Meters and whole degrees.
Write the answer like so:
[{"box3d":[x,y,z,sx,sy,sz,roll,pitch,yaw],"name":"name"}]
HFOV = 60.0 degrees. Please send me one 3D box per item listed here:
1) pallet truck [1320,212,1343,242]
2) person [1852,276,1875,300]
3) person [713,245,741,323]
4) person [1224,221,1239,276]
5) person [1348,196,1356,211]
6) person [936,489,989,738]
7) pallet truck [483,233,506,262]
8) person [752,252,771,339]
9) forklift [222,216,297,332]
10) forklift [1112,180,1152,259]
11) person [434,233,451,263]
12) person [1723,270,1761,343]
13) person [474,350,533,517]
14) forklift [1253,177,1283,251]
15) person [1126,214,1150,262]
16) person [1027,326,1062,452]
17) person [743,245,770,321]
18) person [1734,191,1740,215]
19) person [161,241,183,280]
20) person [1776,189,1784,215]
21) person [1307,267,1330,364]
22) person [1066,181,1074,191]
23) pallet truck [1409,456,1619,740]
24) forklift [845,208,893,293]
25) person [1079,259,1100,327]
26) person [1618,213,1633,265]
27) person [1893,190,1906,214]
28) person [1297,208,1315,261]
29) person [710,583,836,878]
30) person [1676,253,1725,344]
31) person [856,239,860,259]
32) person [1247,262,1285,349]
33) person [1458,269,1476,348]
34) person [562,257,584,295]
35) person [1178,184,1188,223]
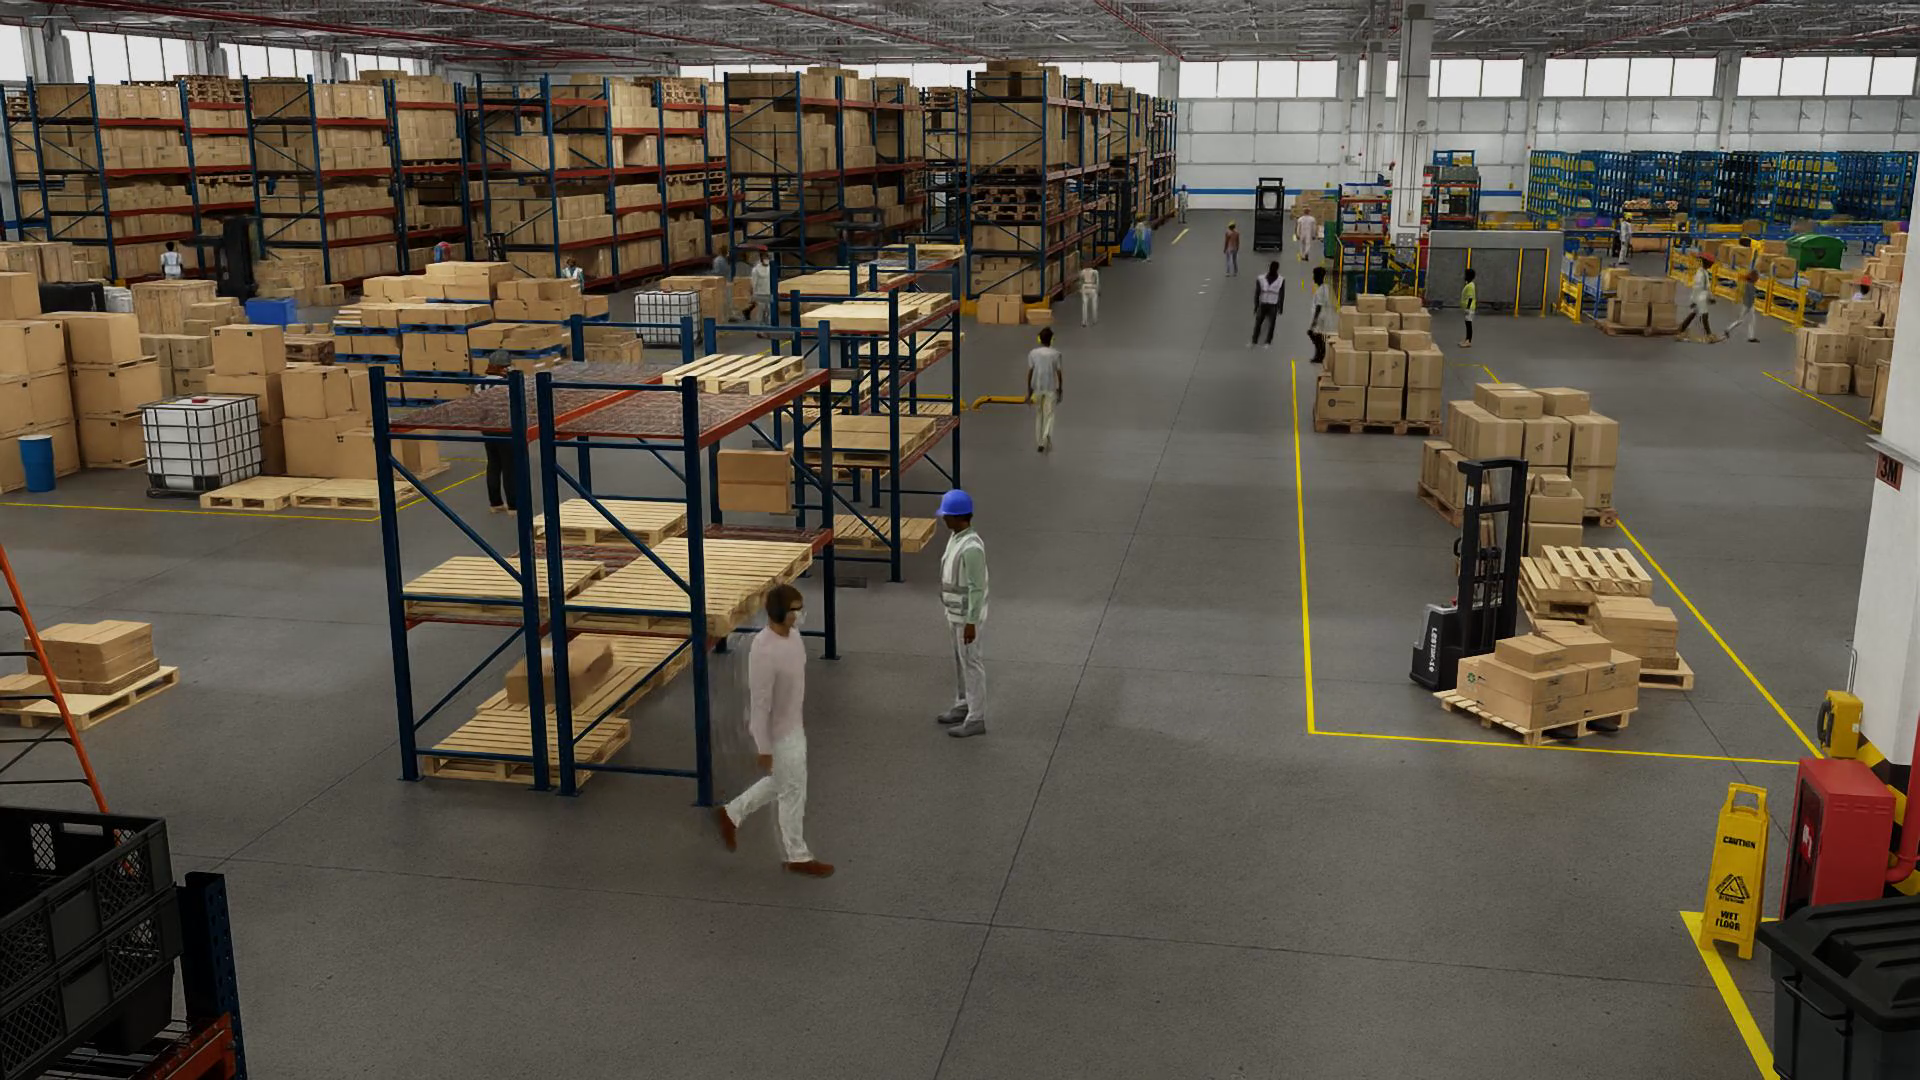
[{"box3d":[15.874,-13.227,70.310,0.680,1.201,1.601,10,17,35],"name":"pallet truck"},{"box3d":[17.192,-4.079,31.764,0.627,1.911,0.576,5,15,19],"name":"person"},{"box3d":[-5.876,-6.245,40.620,1.026,1.884,0.702,6,15,25],"name":"person"},{"box3d":[8.743,-9.393,53.638,0.533,1.765,0.331,-6,15,-23],"name":"person"},{"box3d":[19.585,-16.547,82.942,0.515,1.638,0.315,2,14,10],"name":"person"},{"box3d":[0.023,0.558,12.862,0.403,1.943,0.607,-3,14,-13],"name":"person"},{"box3d":[-11.832,-7.026,43.548,1.885,1.965,0.823,8,16,28],"name":"pallet truck"},{"box3d":[-4.402,-5.533,37.606,0.630,1.938,0.369,-11,17,-37],"name":"person"},{"box3d":[-15.231,-5.446,35.313,1.873,2.768,1.129,-2,14,-8],"name":"forklift"},{"box3d":[6.082,-11.722,60.796,1.873,2.768,1.129,2,14,9],"name":"forklift"},{"box3d":[-14.418,-7.630,46.350,0.430,1.835,0.628,3,14,12],"name":"person"},{"box3d":[17.401,-5.185,36.867,0.719,1.610,0.499,2,14,9],"name":"person"},{"box3d":[-5.542,-1.310,20.250,0.682,2.000,0.536,10,17,36],"name":"person"},{"box3d":[12.083,-12.747,64.956,1.129,2.768,1.873,3,14,10],"name":"forklift"},{"box3d":[6.419,-10.796,59.453,0.953,1.709,0.511,-3,14,-10],"name":"person"},{"box3d":[1.210,-2.163,24.116,0.522,1.857,0.493,3,14,10],"name":"person"},{"box3d":[-4.894,-6.262,40.672,0.753,1.887,0.592,-2,14,-7],"name":"person"},{"box3d":[37.320,-15.994,79.885,0.402,2.033,0.605,2,14,9],"name":"person"},{"box3d":[-21.406,-7.277,45.233,0.539,1.676,0.695,-8,16,-29],"name":"person"},{"box3d":[43.309,-17.698,87.423,0.699,1.727,0.579,5,15,18],"name":"person"},{"box3d":[7.157,-4.487,33.309,0.485,1.951,0.618,3,14,14],"name":"person"},{"box3d":[5.917,-18.593,90.711,0.642,1.900,0.872,3,14,11],"name":"person"},{"box3d":[4.504,0.400,13.395,0.823,1.965,1.885,-6,15,-23],"name":"pallet truck"},{"box3d":[-2.221,-6.480,39.514,1.129,2.768,1.873,3,14,10],"name":"forklift"},{"box3d":[3.132,-5.942,39.969,0.564,1.584,0.859,6,15,23],"name":"person"},{"box3d":[23.235,-10.509,58.061,0.403,1.820,0.601,9,16,32],"name":"person"},{"box3d":[44.042,-15.568,78.345,0.985,1.957,0.628,7,15,25],"name":"person"},{"box3d":[12.512,-11.047,60.130,0.645,1.883,0.866,3,14,13],"name":"person"},{"box3d":[-1.193,1.184,10.404,0.763,1.917,0.630,3,14,11],"name":"person"},{"box3d":[16.368,-5.316,36.651,1.010,1.974,0.607,7,15,25],"name":"person"},{"box3d":[-2.896,-6.989,43.528,0.602,1.947,1.042,4,14,16],"name":"person"},{"box3d":[6.608,-5.061,35.833,0.735,1.869,0.403,4,14,17],"name":"person"},{"box3d":[11.003,-5.020,36.020,0.320,1.697,0.532,3,14,13],"name":"person"},{"box3d":[-9.343,-6.018,40.207,0.528,1.630,0.320,-1,14,-3],"name":"person"},{"box3d":[11.280,-17.000,84.142,0.602,1.949,0.391,-7,16,-27],"name":"person"}]
